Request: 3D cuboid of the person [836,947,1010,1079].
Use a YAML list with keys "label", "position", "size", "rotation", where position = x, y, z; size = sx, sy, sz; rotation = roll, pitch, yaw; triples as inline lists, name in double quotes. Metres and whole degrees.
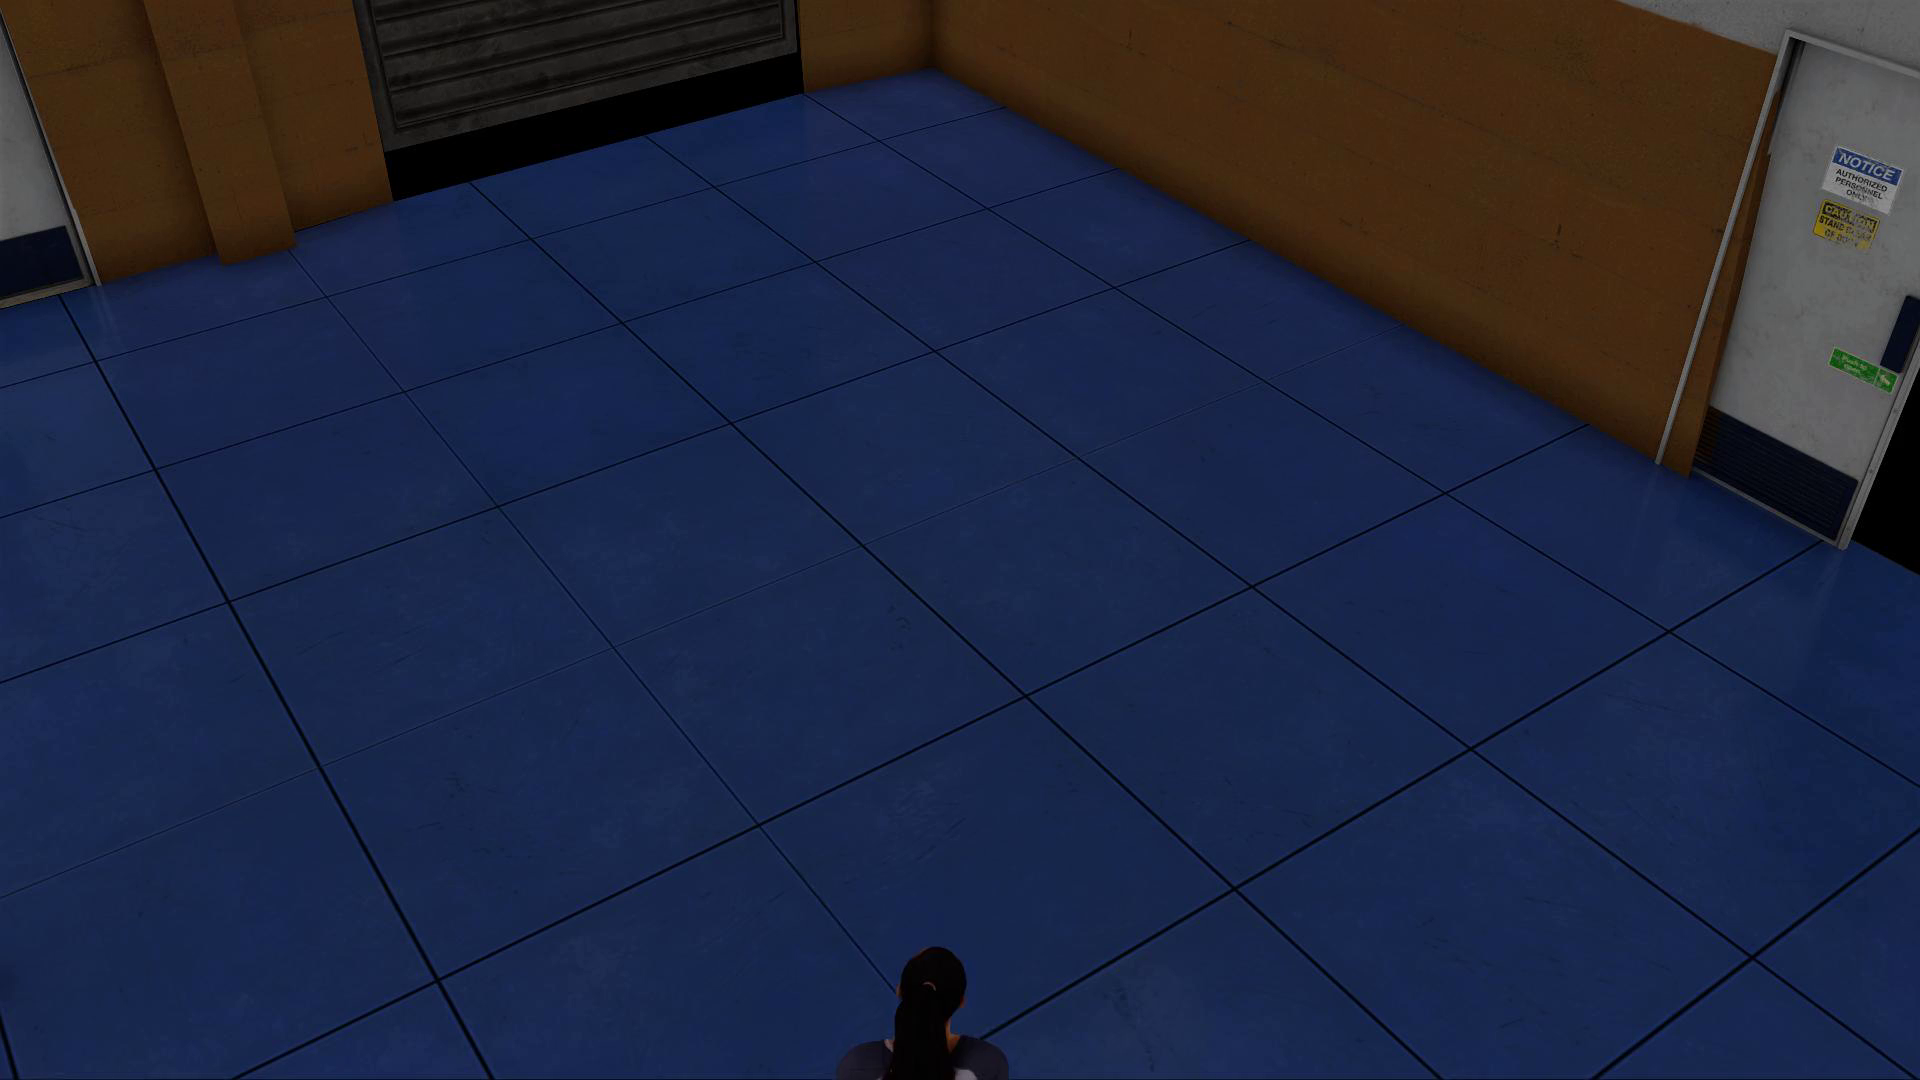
- label: "person"
  position: [-0.104, 1.752, 4.452]
  size: [0.800, 1.634, 0.848]
  rotation: [-3, 37, -4]
